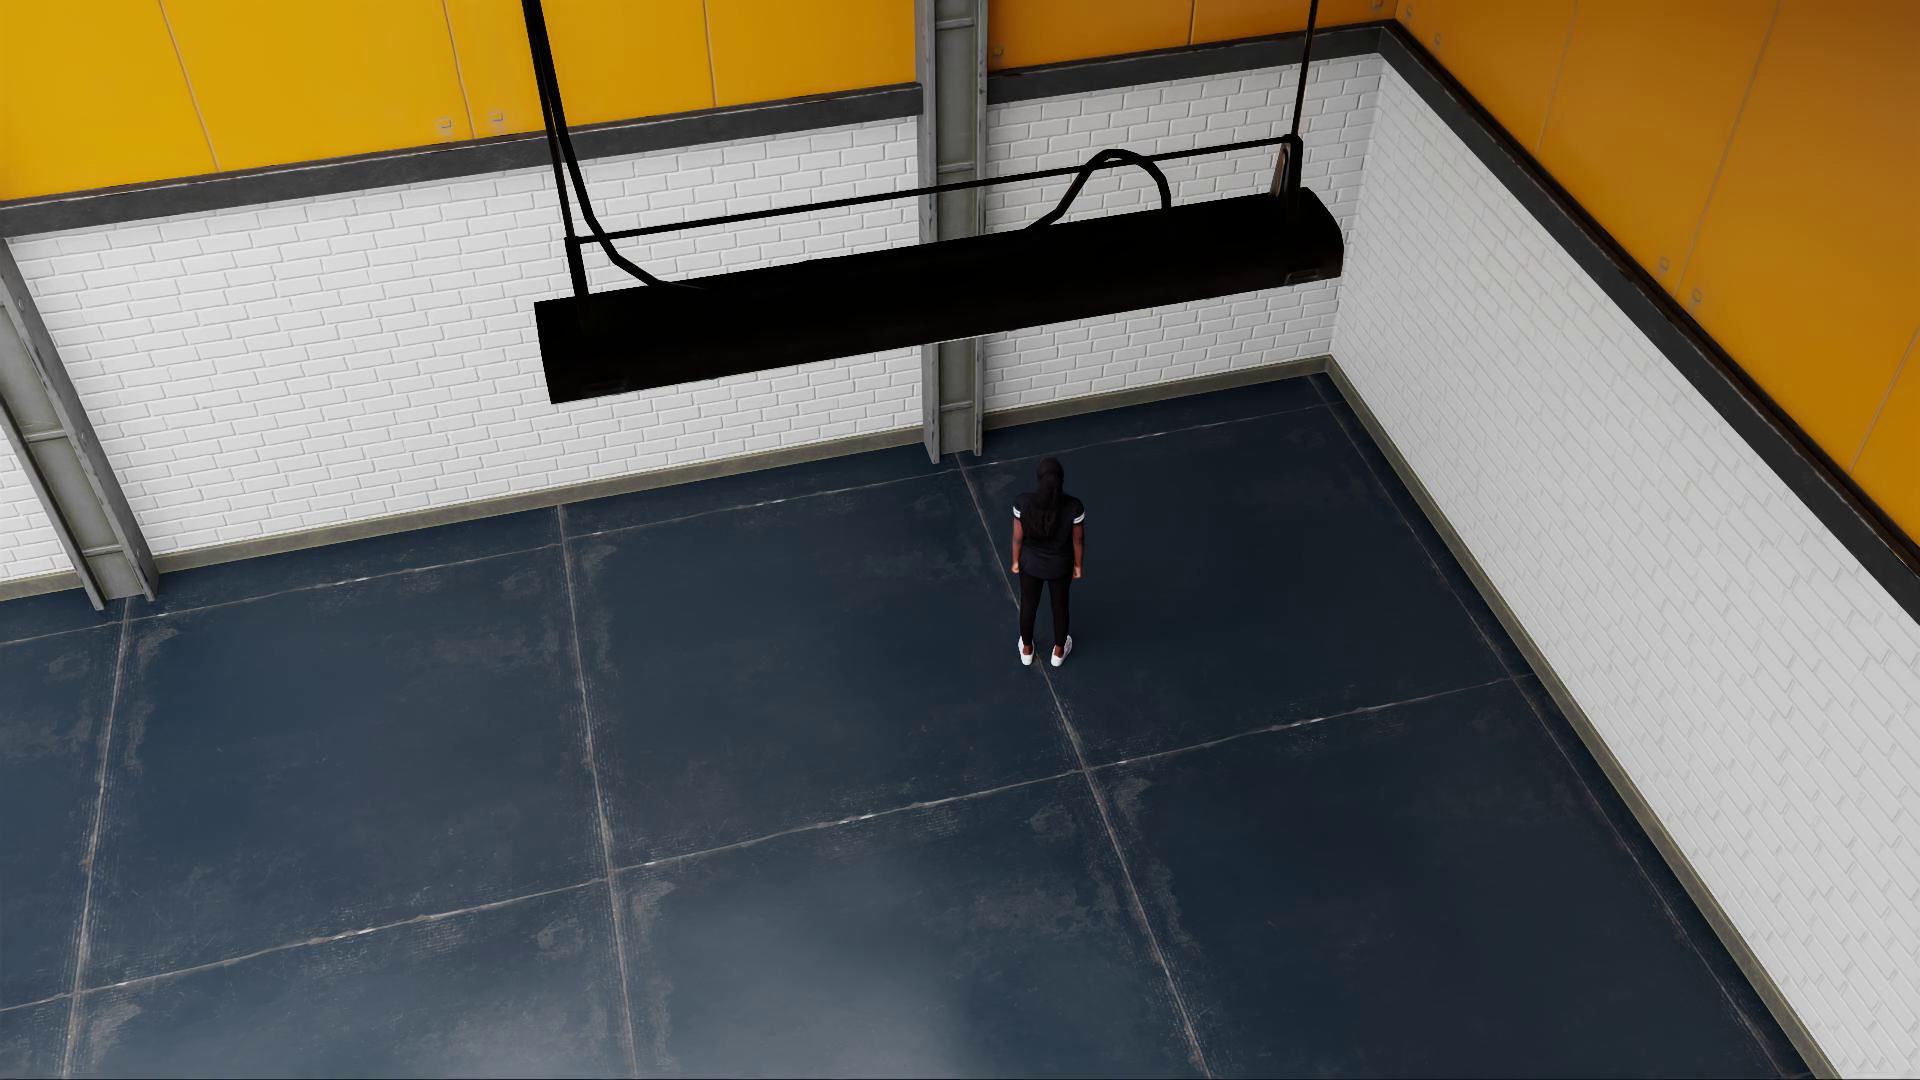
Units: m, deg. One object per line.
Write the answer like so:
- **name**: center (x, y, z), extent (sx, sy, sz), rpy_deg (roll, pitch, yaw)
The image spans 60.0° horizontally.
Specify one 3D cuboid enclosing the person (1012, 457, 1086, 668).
- **person**: center (0.555, 0.142, 10.658), extent (0.633, 1.730, 0.755), rpy_deg (5, 44, 5)
